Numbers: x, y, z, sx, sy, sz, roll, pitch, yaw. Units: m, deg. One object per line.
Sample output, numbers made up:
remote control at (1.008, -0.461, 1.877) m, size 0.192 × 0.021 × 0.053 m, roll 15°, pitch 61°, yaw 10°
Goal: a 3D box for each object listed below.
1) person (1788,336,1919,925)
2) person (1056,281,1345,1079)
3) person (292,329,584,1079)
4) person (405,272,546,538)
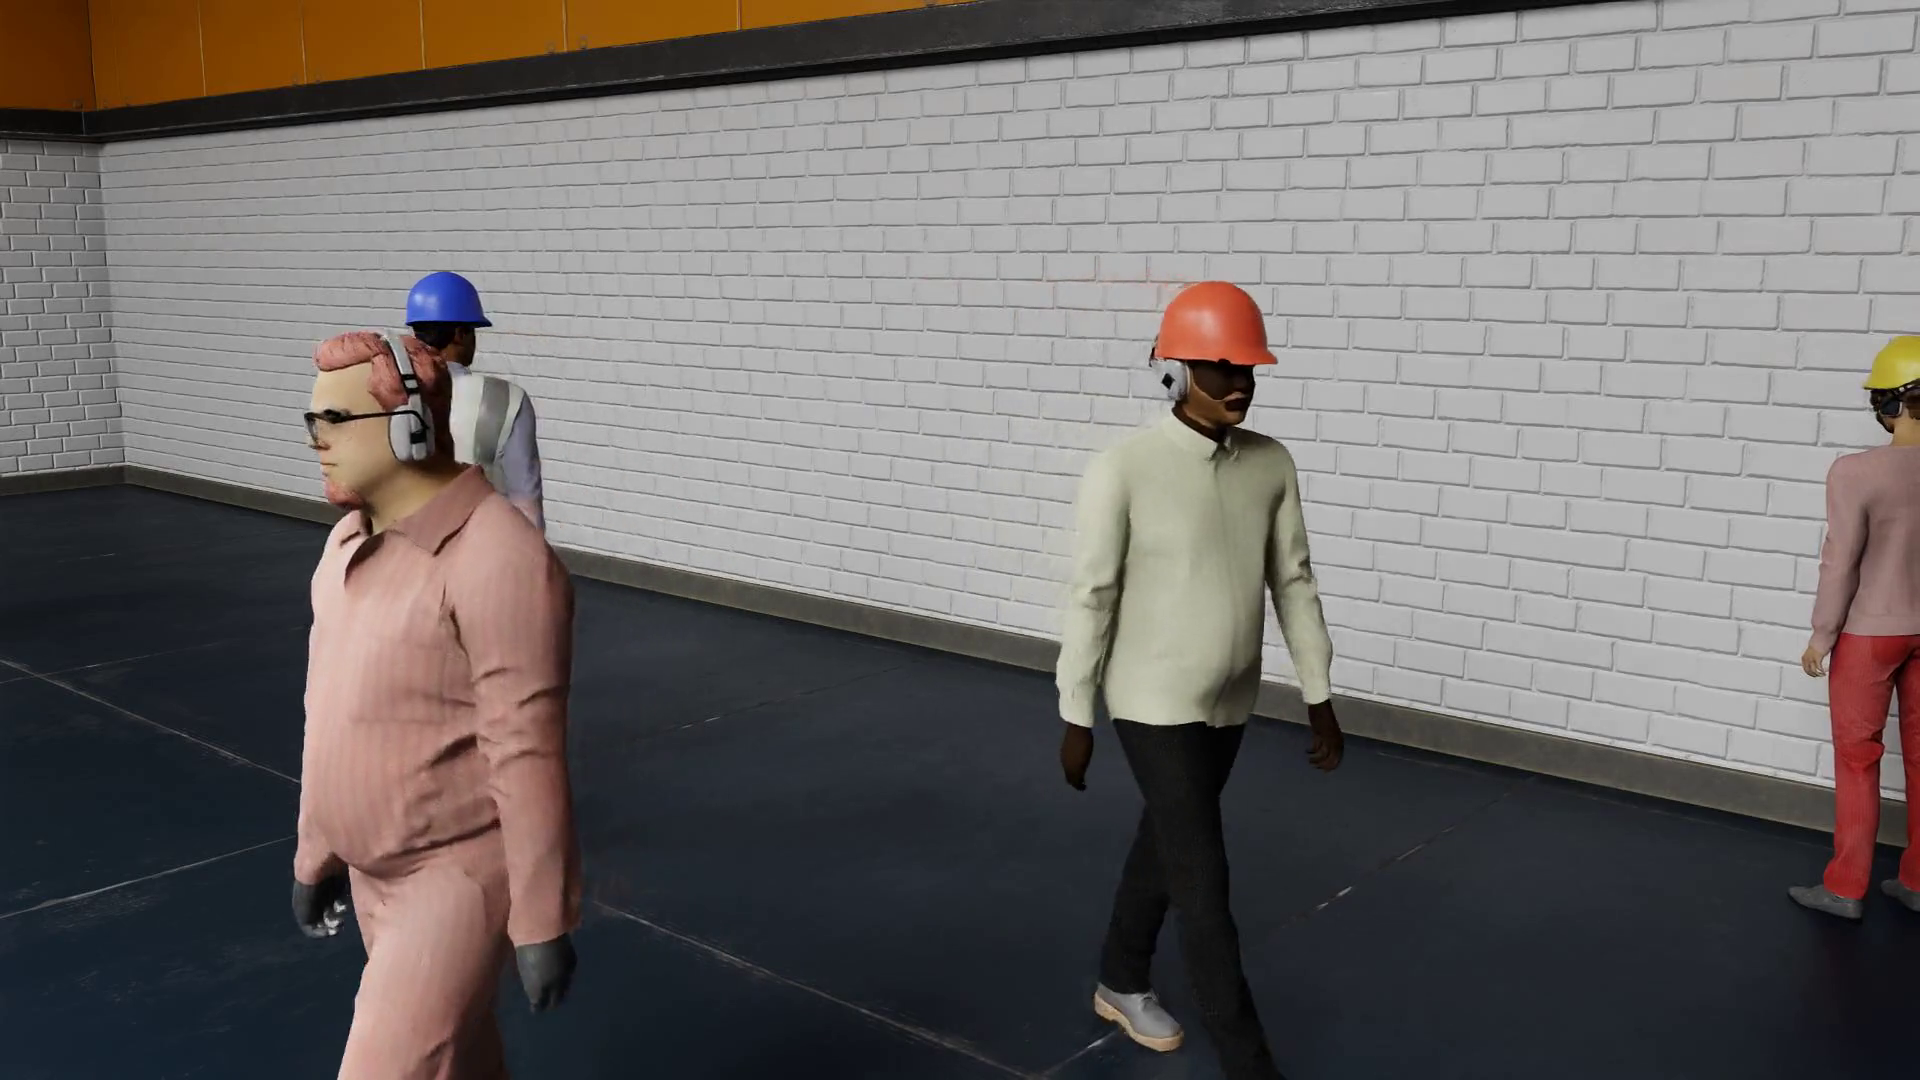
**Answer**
person at (2.788, 0.277, 4.992) m, size 0.530 × 1.766 × 0.318 m, roll -1°, pitch 10°, yaw -8°
person at (0.603, 0.382, 3.882) m, size 0.641 × 1.933 × 1.039 m, roll -7°, pitch 12°, yaw -35°
person at (-0.994, 0.593, 2.846) m, size 0.664 × 1.883 × 0.668 m, roll -9°, pitch 13°, yaw -41°
person at (-1.663, 0.107, 5.473) m, size 0.605 × 1.935 × 0.403 m, roll 0°, pitch 10°, yaw -3°
